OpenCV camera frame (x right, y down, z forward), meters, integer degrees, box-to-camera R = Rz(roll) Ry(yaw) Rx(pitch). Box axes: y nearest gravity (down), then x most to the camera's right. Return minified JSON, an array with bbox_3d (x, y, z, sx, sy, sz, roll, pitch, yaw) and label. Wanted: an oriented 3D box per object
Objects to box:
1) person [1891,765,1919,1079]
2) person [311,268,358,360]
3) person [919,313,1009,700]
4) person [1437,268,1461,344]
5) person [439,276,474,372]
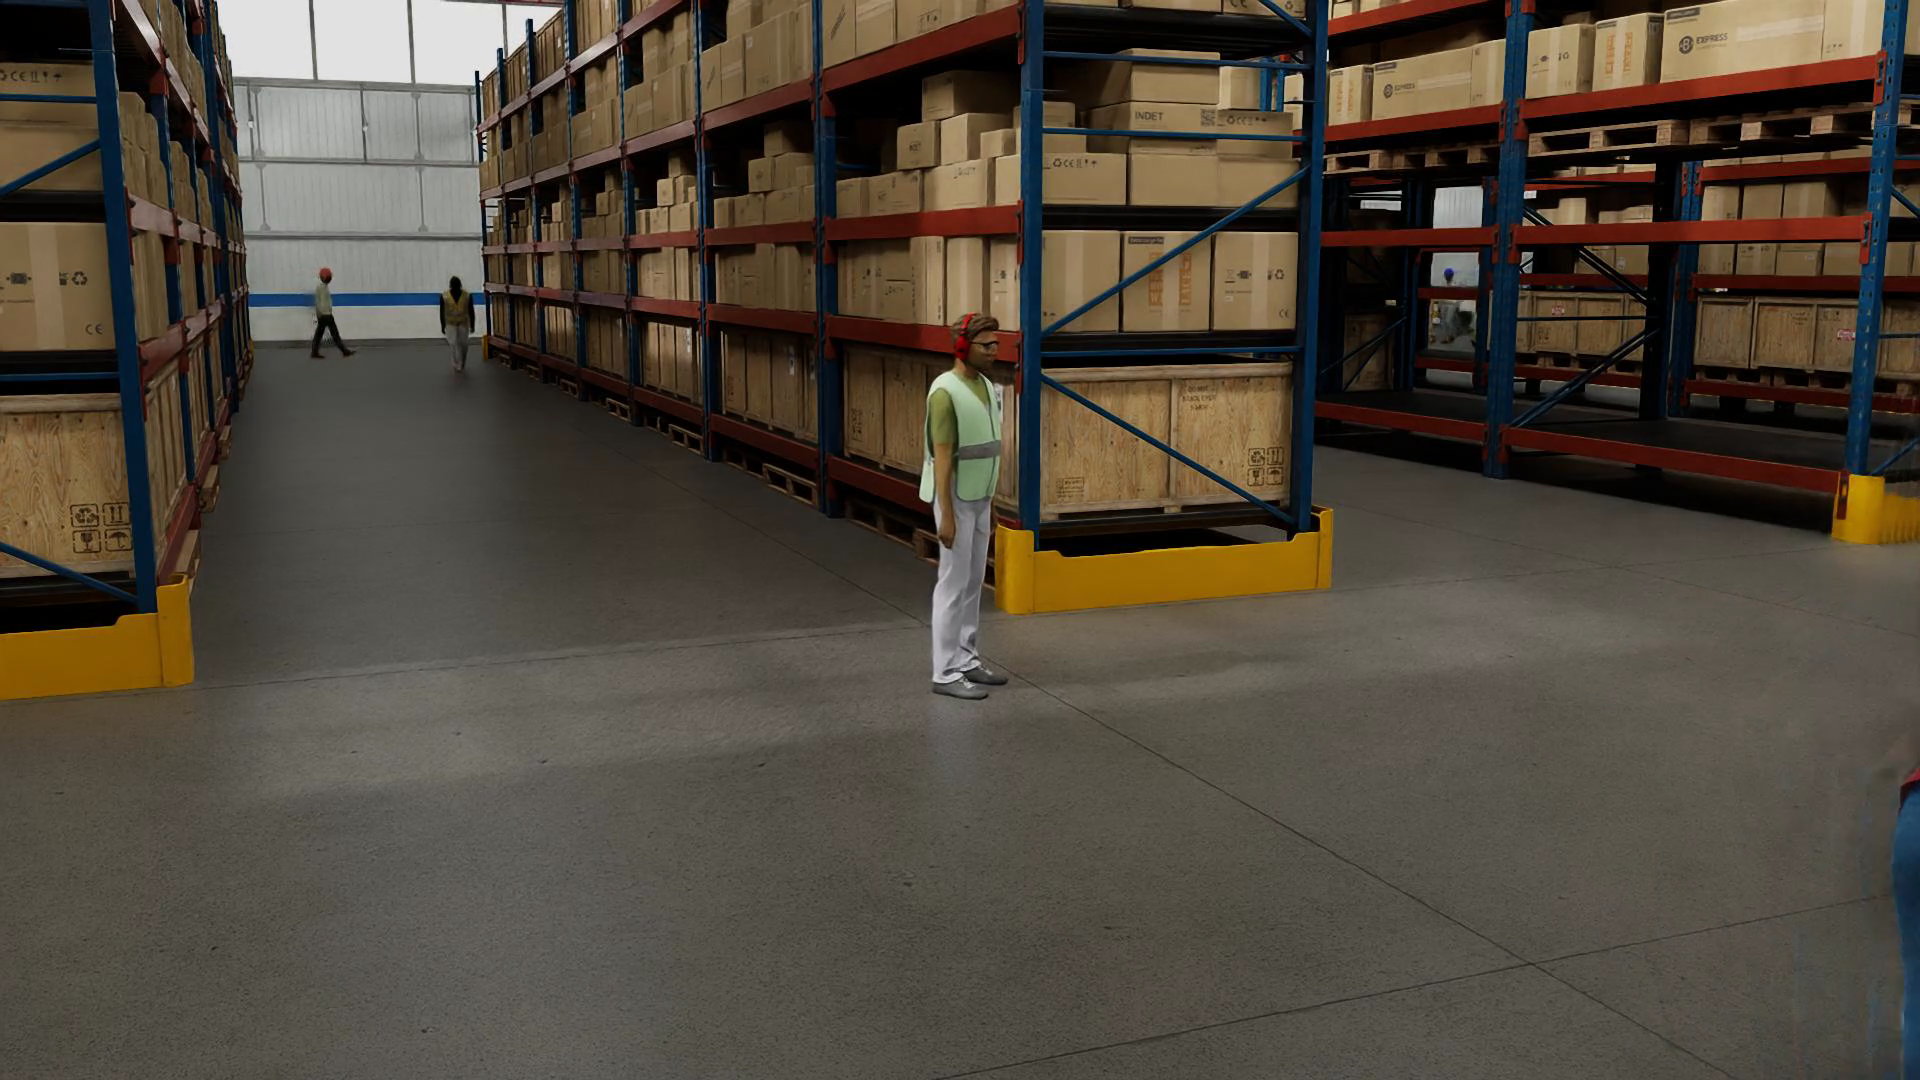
[{"bbox_3d":[1.469,0.828,2.182,0.653,1.793,0.975,-3,10,-18],"label":"person"},{"bbox_3d":[-13.418,-4.812,35.463,0.994,1.942,0.651,-4,10,-25],"label":"person"},{"bbox_3d":[0.012,-0.164,7.978,0.391,1.836,0.560,4,10,23],"label":"person"},{"bbox_3d":[12.359,-5.912,42.115,0.459,1.926,0.639,-6,11,-32],"label":"person"},{"bbox_3d":[-9.560,-4.104,31.614,0.631,1.825,0.650,-4,10,-20],"label":"person"}]
